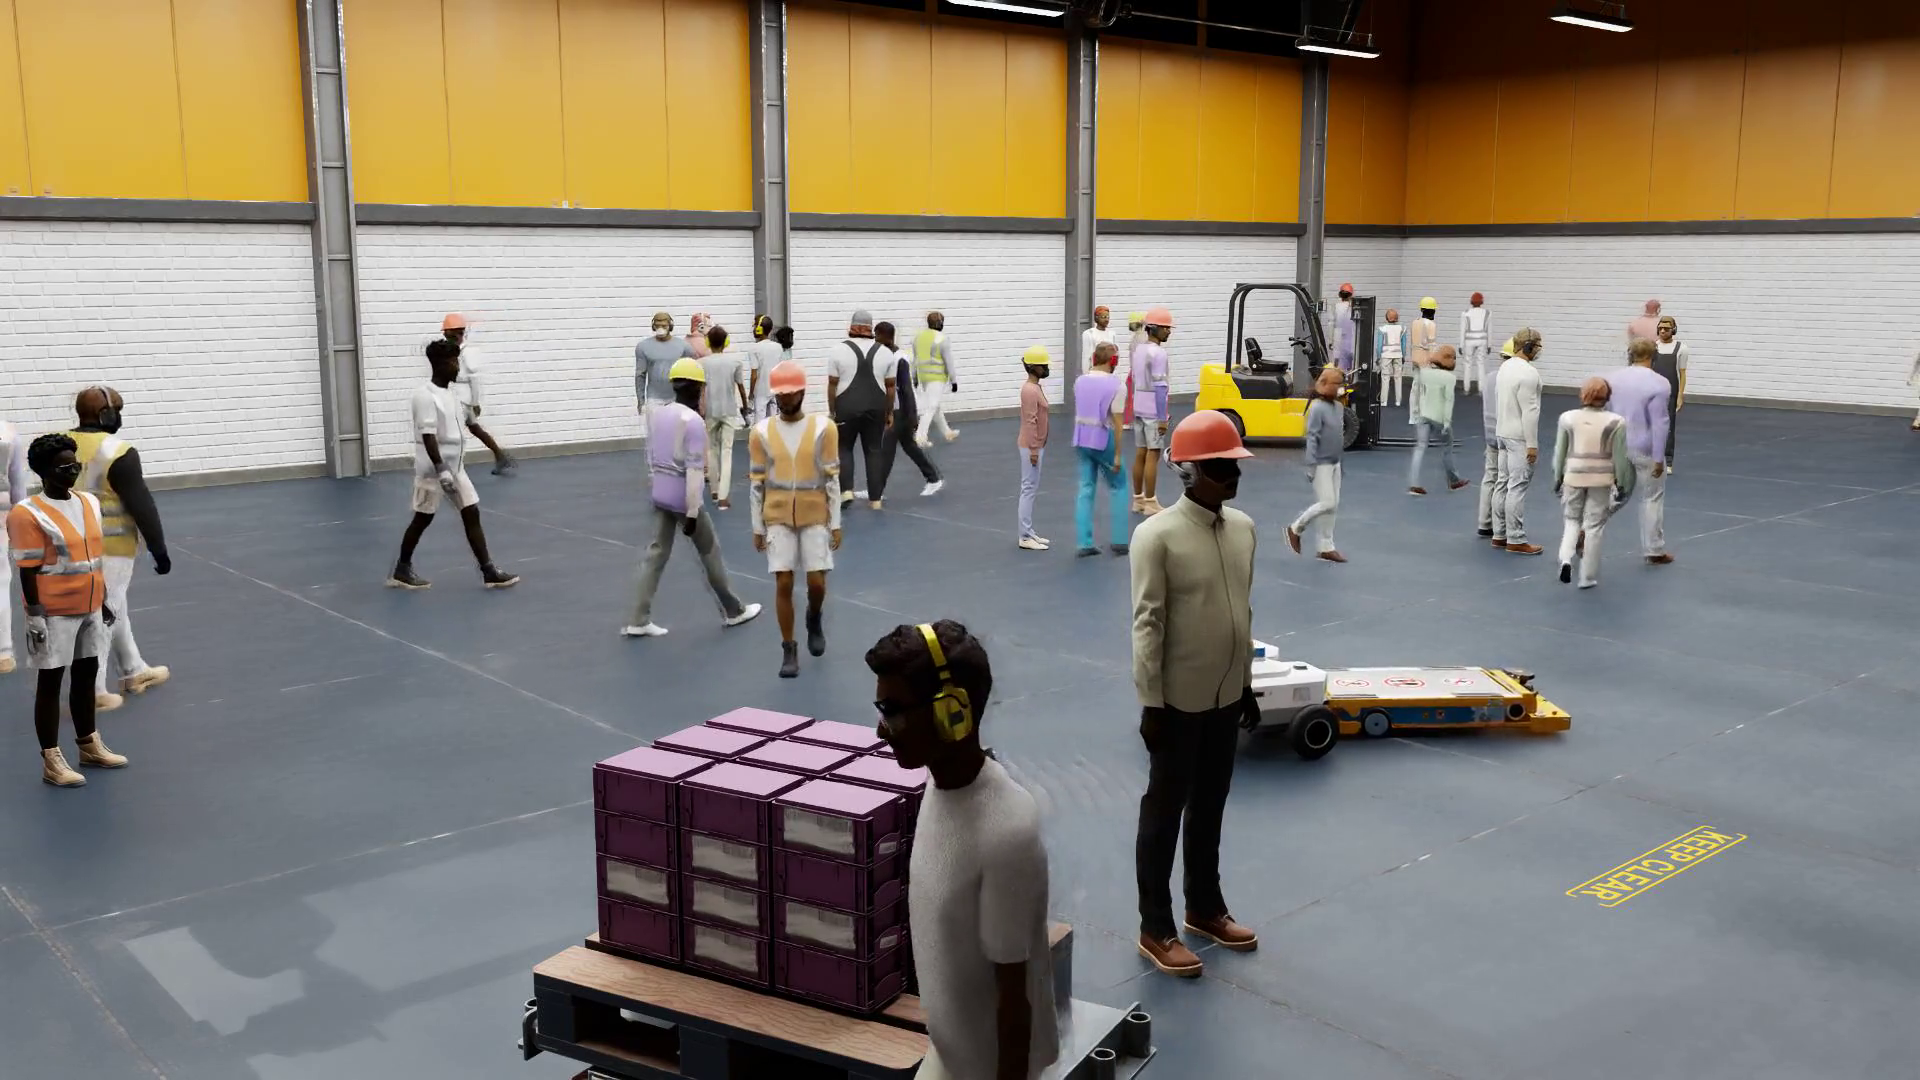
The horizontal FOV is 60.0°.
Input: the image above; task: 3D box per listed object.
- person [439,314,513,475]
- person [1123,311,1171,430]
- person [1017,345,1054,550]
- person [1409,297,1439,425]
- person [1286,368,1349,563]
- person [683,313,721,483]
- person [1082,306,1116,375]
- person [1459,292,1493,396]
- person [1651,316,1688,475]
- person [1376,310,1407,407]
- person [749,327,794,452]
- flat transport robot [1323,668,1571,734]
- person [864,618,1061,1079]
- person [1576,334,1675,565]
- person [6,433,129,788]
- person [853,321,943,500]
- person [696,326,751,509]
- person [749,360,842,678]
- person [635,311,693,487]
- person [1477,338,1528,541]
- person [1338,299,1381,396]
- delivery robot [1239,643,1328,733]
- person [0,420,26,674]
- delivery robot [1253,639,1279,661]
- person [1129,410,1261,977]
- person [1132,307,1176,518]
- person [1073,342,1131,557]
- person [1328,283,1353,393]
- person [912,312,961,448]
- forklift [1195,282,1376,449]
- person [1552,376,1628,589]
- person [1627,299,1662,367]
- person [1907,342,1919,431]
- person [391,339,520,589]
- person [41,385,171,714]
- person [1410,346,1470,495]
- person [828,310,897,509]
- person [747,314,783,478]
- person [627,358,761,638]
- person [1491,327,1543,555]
[{"bbox_3d":[-5.604,-1.641,19.011,0.989,1.896,0.543,-6,11,-30],"label":"person"},{"bbox_3d":[2.658,-2.452,24.180,0.815,1.739,0.522,-2,10,-13],"label":"person"},{"bbox_3d":[0.658,-0.803,14.445,0.313,1.767,0.534,1,10,5],"label":"person"},{"bbox_3d":[6.929,-2.655,24.814,0.368,1.928,0.585,-3,10,-18],"label":"person"},{"bbox_3d":[3.004,-0.621,13.782,0.455,1.618,0.516,8,13,40],"label":"person"},{"bbox_3d":[-2.900,-1.596,18.694,0.406,1.902,0.636,-9,13,-43],"label":"person"},{"bbox_3d":[1.845,-2.145,21.964,0.574,1.882,0.358,-8,12,-38],"label":"person"},{"bbox_3d":[9.391,-3.568,30.290,0.584,1.882,0.337,2,10,9],"label":"person"},{"bbox_3d":[8.151,-1.676,19.327,0.508,1.846,0.345,6,12,33],"label":"person"},{"bbox_3d":[7.250,-3.050,27.971,0.514,1.640,0.310,-1,10,-5],"label":"person"},{"bbox_3d":[-2.316,-1.902,21.239,0.877,1.641,0.535,0,10,0],"label":"person"},{"bbox_3d":[2.496,0.865,9.051,1.431,0.197,0.652,0,10,-2],"label":"flat transport robot"},{"bbox_3d":[0.035,1.065,3.306,0.516,1.838,0.672,-3,10,-18],"label":"person"},{"bbox_3d":[5.473,-0.722,13.608,0.850,1.912,0.639,-5,11,-27],"label":"person"},{"bbox_3d":[-4.307,0.328,8.027,0.318,1.697,0.536,2,10,13],"label":"person"},{"bbox_3d":[-0.607,-1.347,17.389,1.014,1.867,0.645,-3,10,-19],"label":"person"},{"bbox_3d":[-2.415,-1.257,16.934,0.519,1.833,0.837,0,10,3],"label":"person"},{"bbox_3d":[-0.997,-0.138,10.105,0.559,1.918,0.505,0,10,-1],"label":"person"},{"bbox_3d":[-3.237,-1.537,18.242,0.635,1.936,0.352,-1,10,-8],"label":"person"},{"bbox_3d":[4.872,-0.887,14.768,0.404,1.825,0.598,-4,10,-22],"label":"person"},{"bbox_3d":[6.884,-3.305,28.854,0.991,1.845,0.666,-2,10,-13],"label":"person"},{"bbox_3d":[1.501,0.772,8.491,0.707,0.478,0.477,-3,10,-18],"label":"delivery robot"},{"bbox_3d":[-5.952,-0.068,9.978,0.430,1.827,0.668,8,12,39],"label":"person"},{"bbox_3d":[1.359,0.688,8.980,0.707,0.478,0.477,-5,11,-25],"label":"delivery robot"},{"bbox_3d":[0.853,0.532,5.952,0.611,1.997,0.375,-9,13,-42],"label":"person"},{"bbox_3d":[1.887,-1.241,16.207,0.394,2.040,0.609,-3,10,-16],"label":"person"},{"bbox_3d":[1.241,-0.768,14.099,0.569,1.812,0.689,9,13,42],"label":"person"},{"bbox_3d":[7.029,-3.668,30.405,0.607,2.044,0.371,4,10,20],"label":"person"},{"bbox_3d":[-0.305,-2.146,22.236,0.974,1.786,0.654,-9,13,-42],"label":"person"},{"bbox_3d":[4.328,-2.346,22.227,2.313,2.155,1.214,3,10,16],"label":"forklift"},{"bbox_3d":[4.778,-0.425,12.637,0.534,1.624,0.391,7,12,35],"label":"person"},{"bbox_3d":[10.470,-2.719,25.308,0.646,1.893,0.475,7,12,35],"label":"person"},{"bbox_3d":[13.886,-2.322,23.844,0.510,1.593,0.833,0,10,1],"label":"person"},{"bbox_3d":[-3.901,-0.559,12.600,0.972,1.924,0.612,2,10,14],"label":"person"},{"bbox_3d":[-4.740,0.037,9.387,0.654,1.809,0.846,4,10,22],"label":"person"},{"bbox_3d":[5.122,-1.273,17.721,0.864,1.573,0.493,-6,12,-32],"label":"person"},{"bbox_3d":[-0.990,-1.329,16.722,0.706,2.000,0.545,-3,10,-17],"label":"person"},{"bbox_3d":[-2.236,-1.631,18.975,0.320,1.876,0.533,8,13,40],"label":"person"},{"bbox_3d":[-1.855,-0.286,11.170,0.582,1.863,0.999,9,13,42],"label":"person"},{"bbox_3d":[4.770,-0.846,14.200,0.373,1.937,0.630,-1,10,-6],"label":"person"}]
